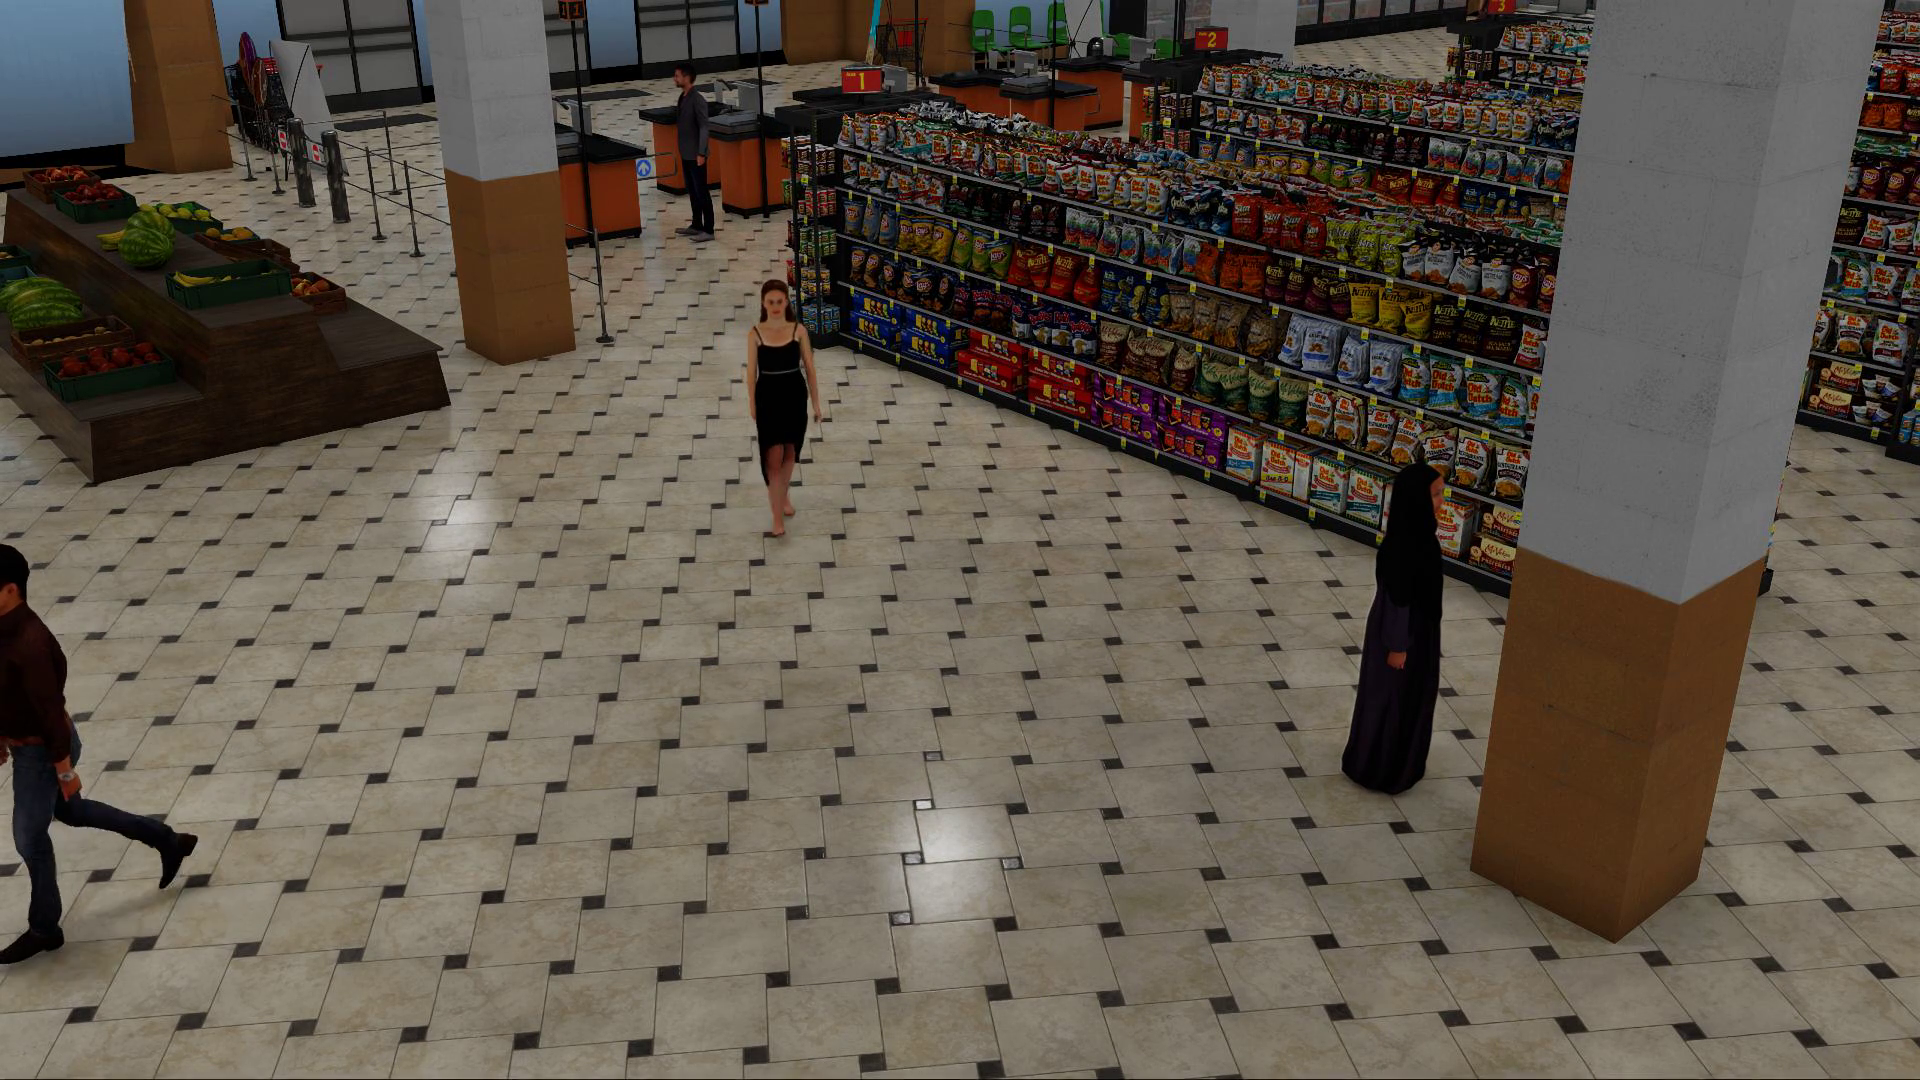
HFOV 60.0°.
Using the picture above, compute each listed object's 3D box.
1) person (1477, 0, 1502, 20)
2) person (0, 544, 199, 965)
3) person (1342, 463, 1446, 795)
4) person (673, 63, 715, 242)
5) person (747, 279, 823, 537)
[{"bbox_3d":[9.695,-9.619,30.441,0.803,1.772,0.849,-2,24,-4],"label":"person"},{"bbox_3d":[-3.577,0.807,6.636,0.705,1.754,1.004,-19,30,-36],"label":"person"},{"bbox_3d":[2.059,0.392,7.756,0.719,1.616,0.691,12,26,25],"label":"person"},{"bbox_3d":[-2.861,-4.163,17.848,0.778,1.871,0.564,-14,27,-29],"label":"person"},{"bbox_3d":[-1.158,-0.898,10.726,0.814,1.599,1.008,-7,25,-16],"label":"person"}]
